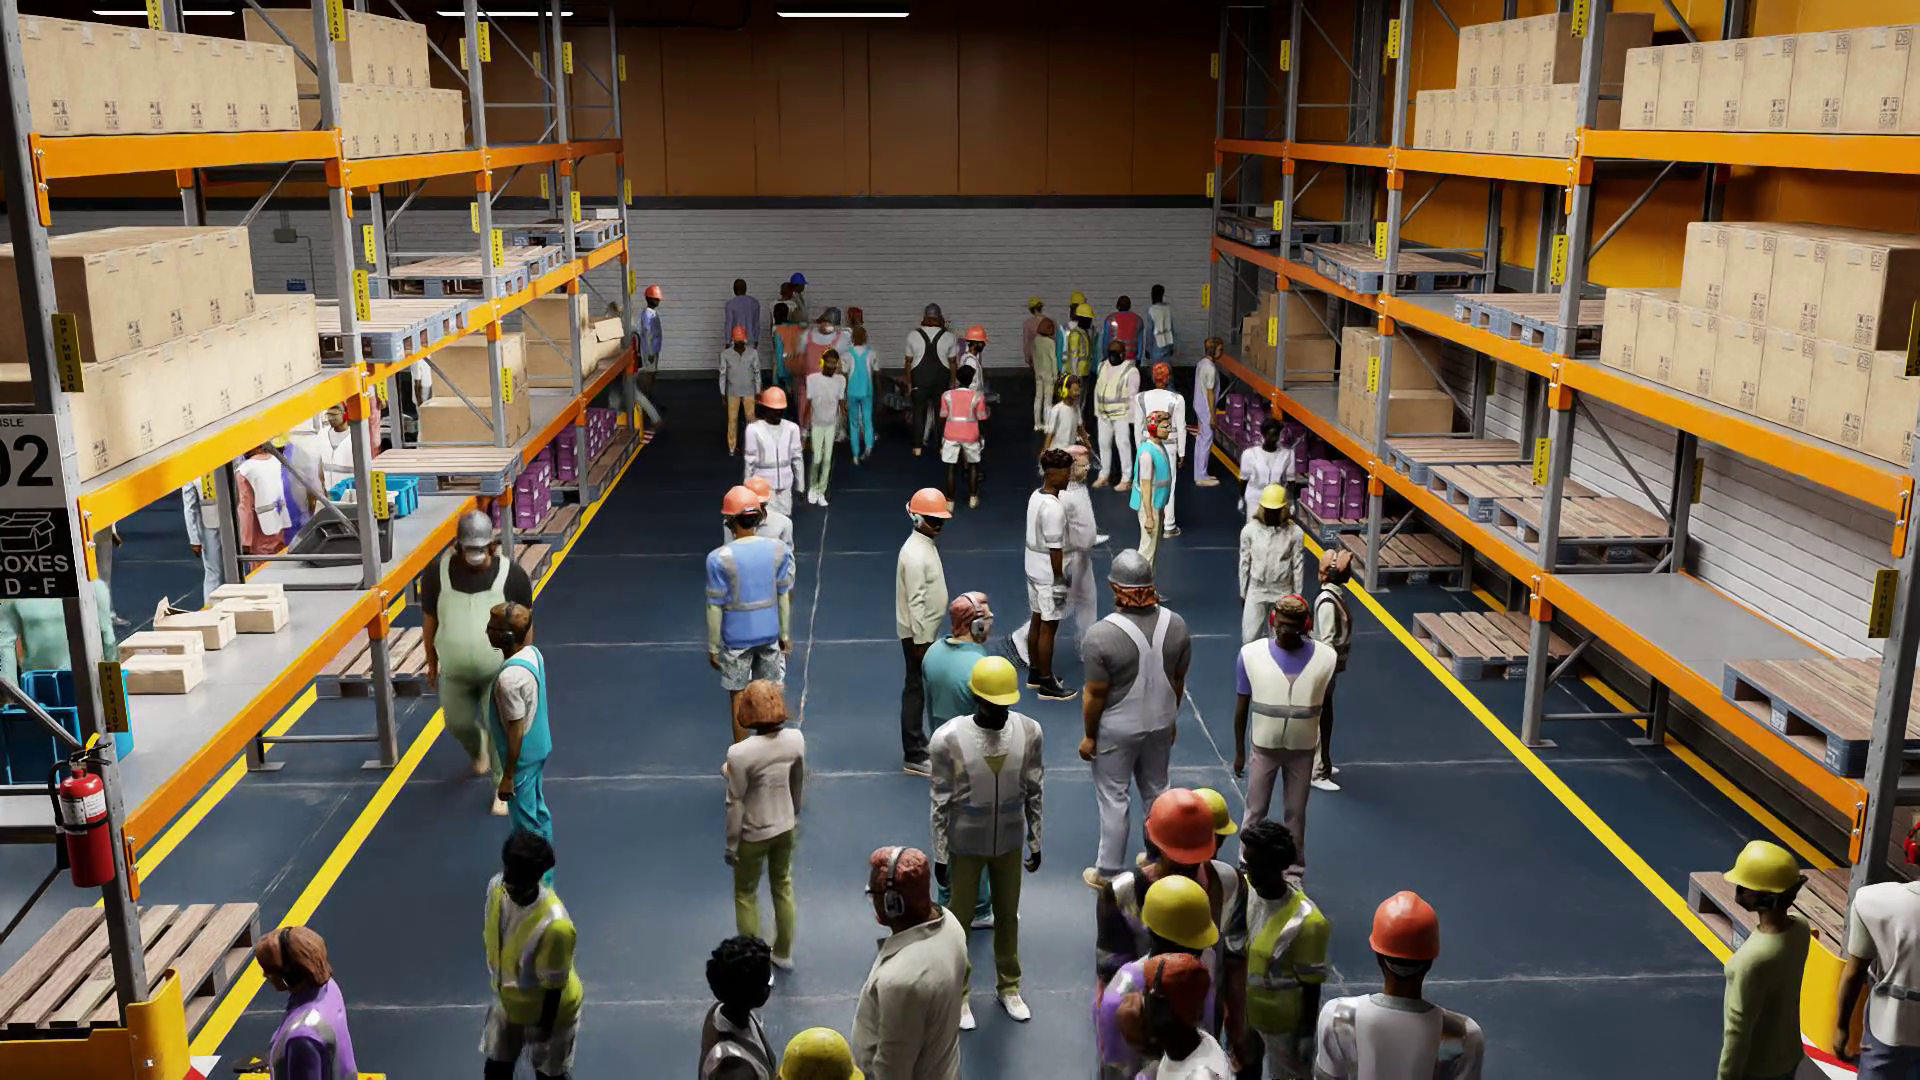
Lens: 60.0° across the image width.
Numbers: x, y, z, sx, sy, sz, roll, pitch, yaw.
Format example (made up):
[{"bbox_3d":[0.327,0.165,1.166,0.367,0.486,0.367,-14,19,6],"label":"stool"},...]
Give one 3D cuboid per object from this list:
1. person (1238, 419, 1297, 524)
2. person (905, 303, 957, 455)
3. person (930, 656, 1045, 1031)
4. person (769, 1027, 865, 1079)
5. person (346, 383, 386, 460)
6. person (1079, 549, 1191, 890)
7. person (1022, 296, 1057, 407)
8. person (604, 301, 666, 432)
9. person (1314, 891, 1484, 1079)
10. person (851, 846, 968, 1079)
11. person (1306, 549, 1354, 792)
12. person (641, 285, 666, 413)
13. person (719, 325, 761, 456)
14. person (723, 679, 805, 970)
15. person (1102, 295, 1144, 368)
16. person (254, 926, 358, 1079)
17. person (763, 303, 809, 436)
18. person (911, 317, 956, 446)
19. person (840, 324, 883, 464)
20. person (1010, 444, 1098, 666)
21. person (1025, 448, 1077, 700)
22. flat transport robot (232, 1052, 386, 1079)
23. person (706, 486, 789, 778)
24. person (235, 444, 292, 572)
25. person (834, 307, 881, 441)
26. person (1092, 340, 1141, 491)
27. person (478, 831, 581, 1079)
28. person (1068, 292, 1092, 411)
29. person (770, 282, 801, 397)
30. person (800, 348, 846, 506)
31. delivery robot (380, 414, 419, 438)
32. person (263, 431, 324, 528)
[{"bbox_3d":[2.940,-0.352,15.873,0.544,1.641,0.907,0,14,-1],"label":"person"},{"bbox_3d":[-0.387,-2.150,22.159,0.692,2.000,0.537,0,14,-2],"label":"person"},{"bbox_3d":[0.145,1.476,8.171,0.588,1.919,0.396,-5,15,-17],"label":"person"},{"bbox_3d":[-0.449,2.322,5.217,0.320,1.738,0.483,4,15,15],"label":"person"},{"bbox_3d":[-7.567,-1.870,21.178,0.616,1.986,0.407,4,15,14],"label":"person"},{"bbox_3d":[0.955,1.040,9.637,0.684,2.000,0.536,-7,16,-26],"label":"person"},{"bbox_3d":[1.244,-2.868,25.585,0.554,1.731,0.644,-4,15,-14],"label":"person"},{"bbox_3d":[-4.719,-2.454,23.653,1.001,1.896,0.641,-1,14,-5],"label":"person"},{"bbox_3d":[1.467,2.113,5.656,0.543,1.929,0.386,5,15,20],"label":"person"},{"bbox_3d":[-0.194,2.017,6.096,0.402,1.896,0.657,3,15,13],"label":"person"},{"bbox_3d":[2.465,0.853,11.169,0.313,1.639,0.517,3,15,13],"label":"person"},{"bbox_3d":[-4.667,-2.905,25.335,0.376,1.934,0.547,-1,14,-4],"label":"person"},{"bbox_3d":[-2.914,-1.981,22.091,0.568,1.743,0.348,-3,15,-13],"label":"person"},{"bbox_3d":[-1.024,1.507,8.634,0.321,1.626,0.522,13,19,42],"label":"person"},{"bbox_3d":[2.429,-2.737,24.895,0.634,1.834,0.431,-2,14,-9],"label":"person"},{"bbox_3d":[-2.334,2.160,6.060,0.324,1.631,0.521,-4,15,-14],"label":"person"},{"bbox_3d":[-2.530,-2.407,23.485,0.954,1.872,0.617,8,16,28],"label":"person"},{"bbox_3d":[-0.316,-2.154,22.665,0.865,1.800,0.518,11,18,37],"label":"person"},{"bbox_3d":[-1.271,-1.854,21.434,0.553,1.820,0.560,-2,14,-7],"label":"person"},{"bbox_3d":[0.858,0.144,13.530,0.818,1.884,0.653,4,15,16],"label":"person"},{"bbox_3d":[0.692,0.254,12.874,0.374,1.963,0.608,-3,15,-12],"label":"person"},{"bbox_3d":[-2.985,2.617,6.973,0.652,0.197,1.431,0,14,1],"label":"flat transport robot"},{"bbox_3d":[-1.442,0.636,11.248,0.604,2.035,0.404,-9,17,-32],"label":"person"},{"bbox_3d":[-5.944,-0.067,14.254,0.402,1.908,0.598,3,15,11],"label":"person"},{"bbox_3d":[-1.397,-2.297,23.090,0.816,1.855,0.580,1,14,5],"label":"person"},{"bbox_3d":[1.866,-1.505,20.047,0.431,1.833,0.627,-13,19,-42],"label":"person"},{"bbox_3d":[-1.792,1.936,6.864,0.585,1.653,0.573,11,18,36],"label":"person"},{"bbox_3d":[1.823,-2.890,25.498,0.403,1.826,0.594,-2,14,-8],"label":"person"},{"bbox_3d":[-2.821,-3.224,26.793,0.562,1.835,0.401,9,17,30],"label":"person"},{"bbox_3d":[-1.564,-1.300,19.204,0.552,1.844,0.415,-6,15,-22],"label":"person"},{"bbox_3d":[-7.610,-1.538,22.532,0.707,0.478,0.477,2,14,9],"label":"delivery robot"},{"bbox_3d":[-5.871,-0.135,14.605,0.641,1.896,0.783,-4,15,-15],"label":"person"}]
